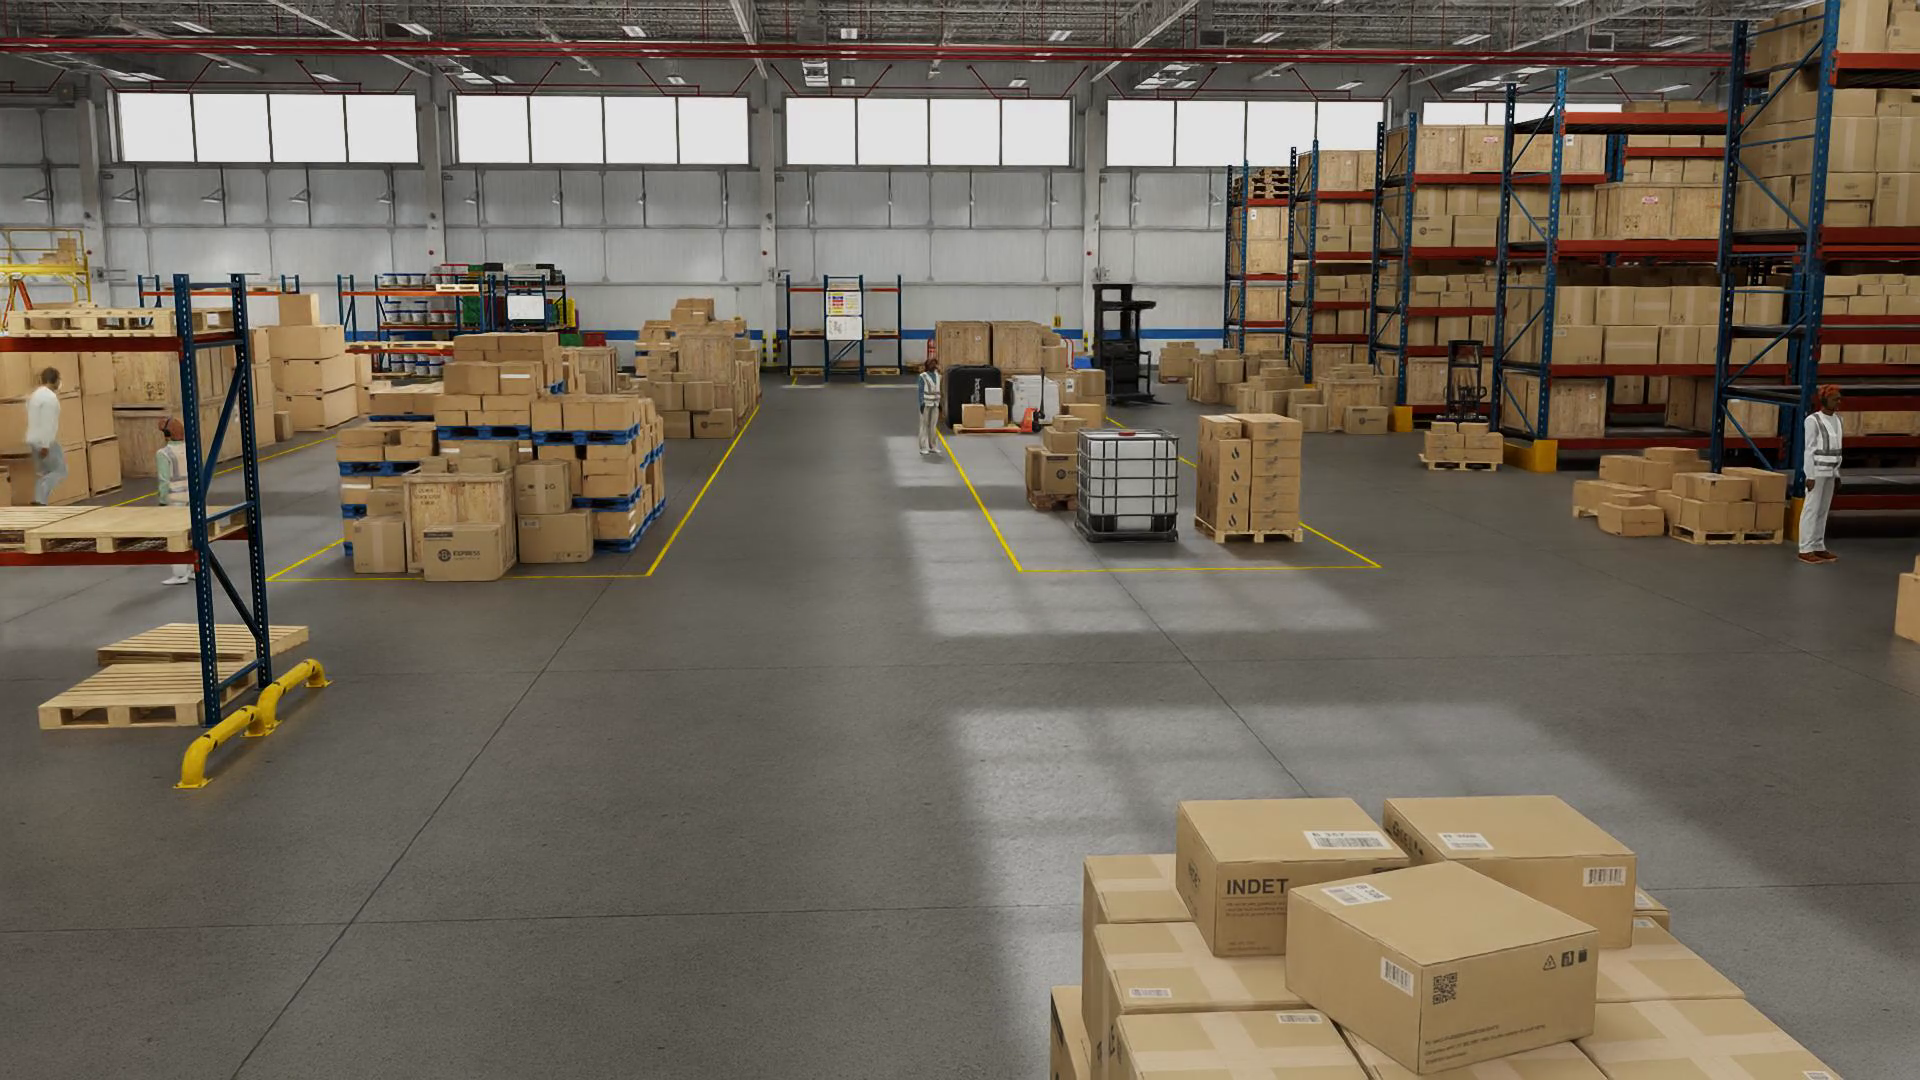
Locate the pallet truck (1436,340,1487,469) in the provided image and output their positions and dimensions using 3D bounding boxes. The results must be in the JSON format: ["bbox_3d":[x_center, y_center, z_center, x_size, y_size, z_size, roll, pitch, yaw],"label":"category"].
[{"bbox_3d":[8.004,-2.170,26.422,0.823,1.965,1.885,2,9,14],"label":"pallet truck"}]

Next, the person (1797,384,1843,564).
[{"bbox_3d":[9.078,-0.692,17.499,0.577,1.883,0.353,-6,11,-34],"label":"person"}]

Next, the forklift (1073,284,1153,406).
[{"bbox_3d":[3.547,-4.613,38.998,1.129,2.768,1.873,-5,10,-28],"label":"forklift"}]

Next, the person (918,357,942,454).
[{"bbox_3d":[-0.506,-2.275,28.196,0.515,1.642,0.314,-9,13,-44],"label":"person"}]

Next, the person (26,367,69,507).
[{"bbox_3d":[-11.254,-1.172,20.465,0.655,1.893,0.551,8,12,40],"label":"person"}]

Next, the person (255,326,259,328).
[{"bbox_3d":[-15.734,-3.822,37.080,0.569,1.902,0.706,7,12,39],"label":"person"}]

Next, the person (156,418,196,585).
[{"bbox_3d":[-7.662,-0.380,16.297,0.308,1.641,0.514,1,9,9],"label":"person"}]
